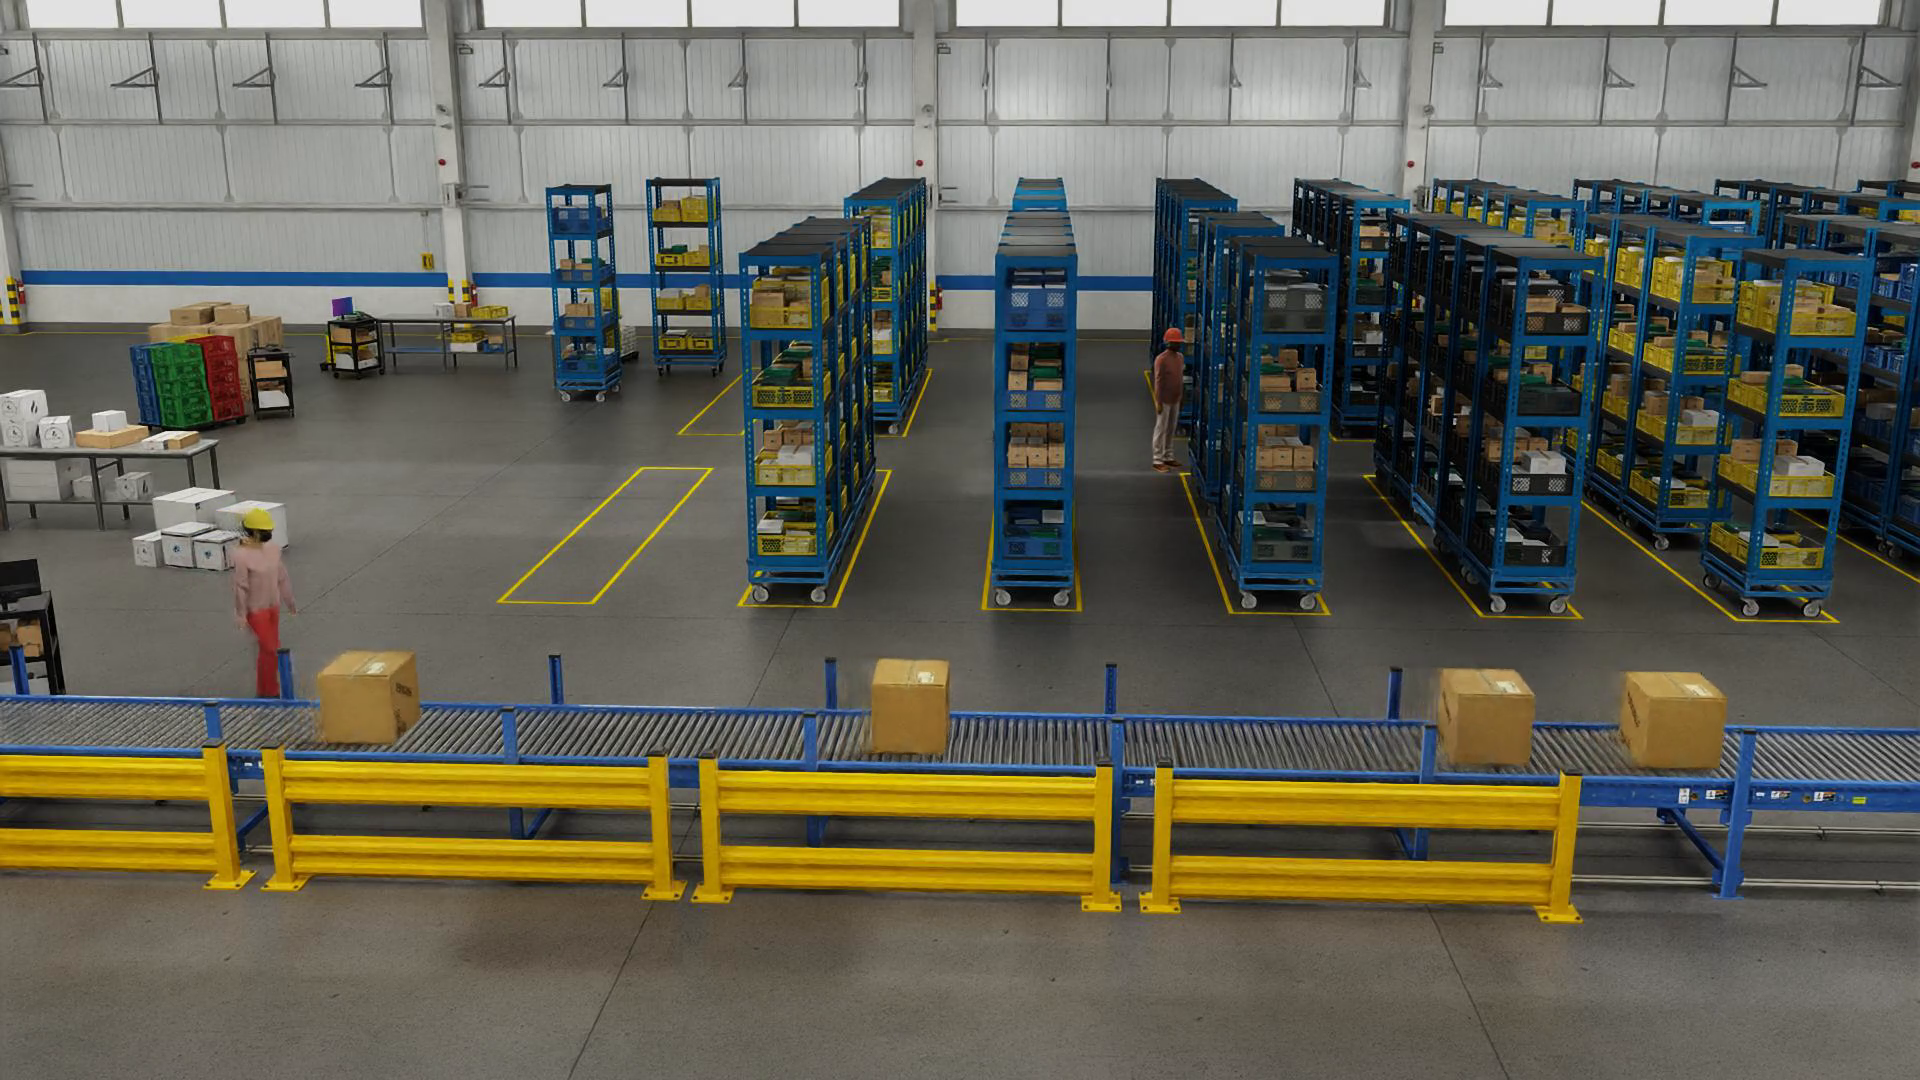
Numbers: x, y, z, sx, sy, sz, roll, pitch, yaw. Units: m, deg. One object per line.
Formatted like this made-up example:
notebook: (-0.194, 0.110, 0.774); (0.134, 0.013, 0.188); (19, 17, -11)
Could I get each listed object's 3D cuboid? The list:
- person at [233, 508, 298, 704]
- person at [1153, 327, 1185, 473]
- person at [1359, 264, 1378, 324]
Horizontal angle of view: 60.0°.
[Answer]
person: (-5.815, 0.583, 14.043); (0.553, 1.745, 0.552); (4, 16, 14)
person: (2.897, -1.941, 22.963); (0.381, 1.996, 0.608); (13, 20, 39)
person: (8.049, -4.529, 32.866); (0.449, 1.833, 0.592); (2, 15, 6)
